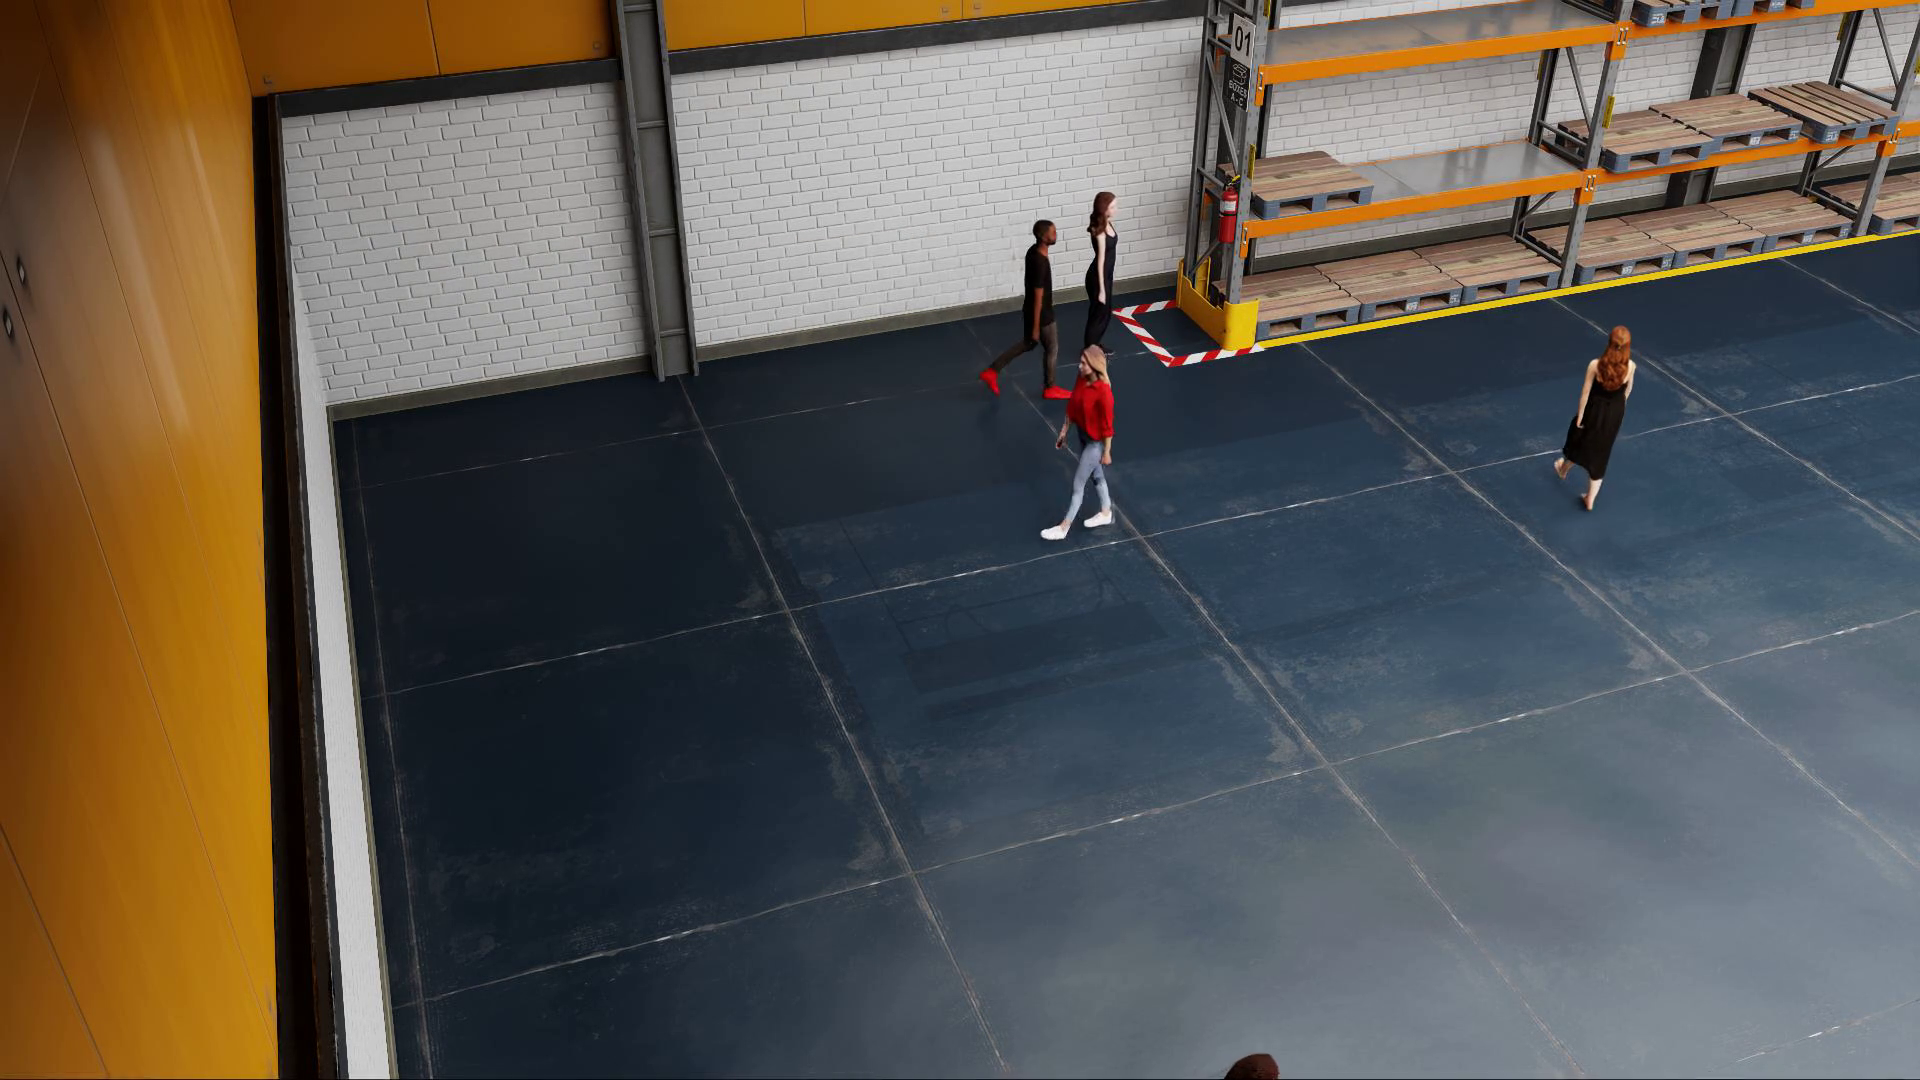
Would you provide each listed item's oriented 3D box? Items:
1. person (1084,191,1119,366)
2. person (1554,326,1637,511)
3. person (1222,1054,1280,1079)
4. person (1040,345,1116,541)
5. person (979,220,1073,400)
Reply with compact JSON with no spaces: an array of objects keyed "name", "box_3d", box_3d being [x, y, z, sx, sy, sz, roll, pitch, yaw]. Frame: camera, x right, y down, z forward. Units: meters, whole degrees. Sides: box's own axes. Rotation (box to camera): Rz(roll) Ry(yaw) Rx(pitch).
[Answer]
[{"name":"person","box_3d":[1.323,-2.497,15.835,0.693,1.742,0.672,8,34,11]},{"name":"person","box_3d":[5.291,-0.974,13.673,0.937,1.598,0.877,3,34,5]},{"name":"person","box_3d":[1.169,3.004,7.840,0.839,1.430,0.977,19,38,26]},{"name":"person","box_3d":[1.118,-0.800,13.337,0.939,1.682,0.671,-14,36,-20]},{"name":"person","box_3d":[0.606,-2.051,15.134,1.193,1.776,0.855,-5,34,-7]}]
